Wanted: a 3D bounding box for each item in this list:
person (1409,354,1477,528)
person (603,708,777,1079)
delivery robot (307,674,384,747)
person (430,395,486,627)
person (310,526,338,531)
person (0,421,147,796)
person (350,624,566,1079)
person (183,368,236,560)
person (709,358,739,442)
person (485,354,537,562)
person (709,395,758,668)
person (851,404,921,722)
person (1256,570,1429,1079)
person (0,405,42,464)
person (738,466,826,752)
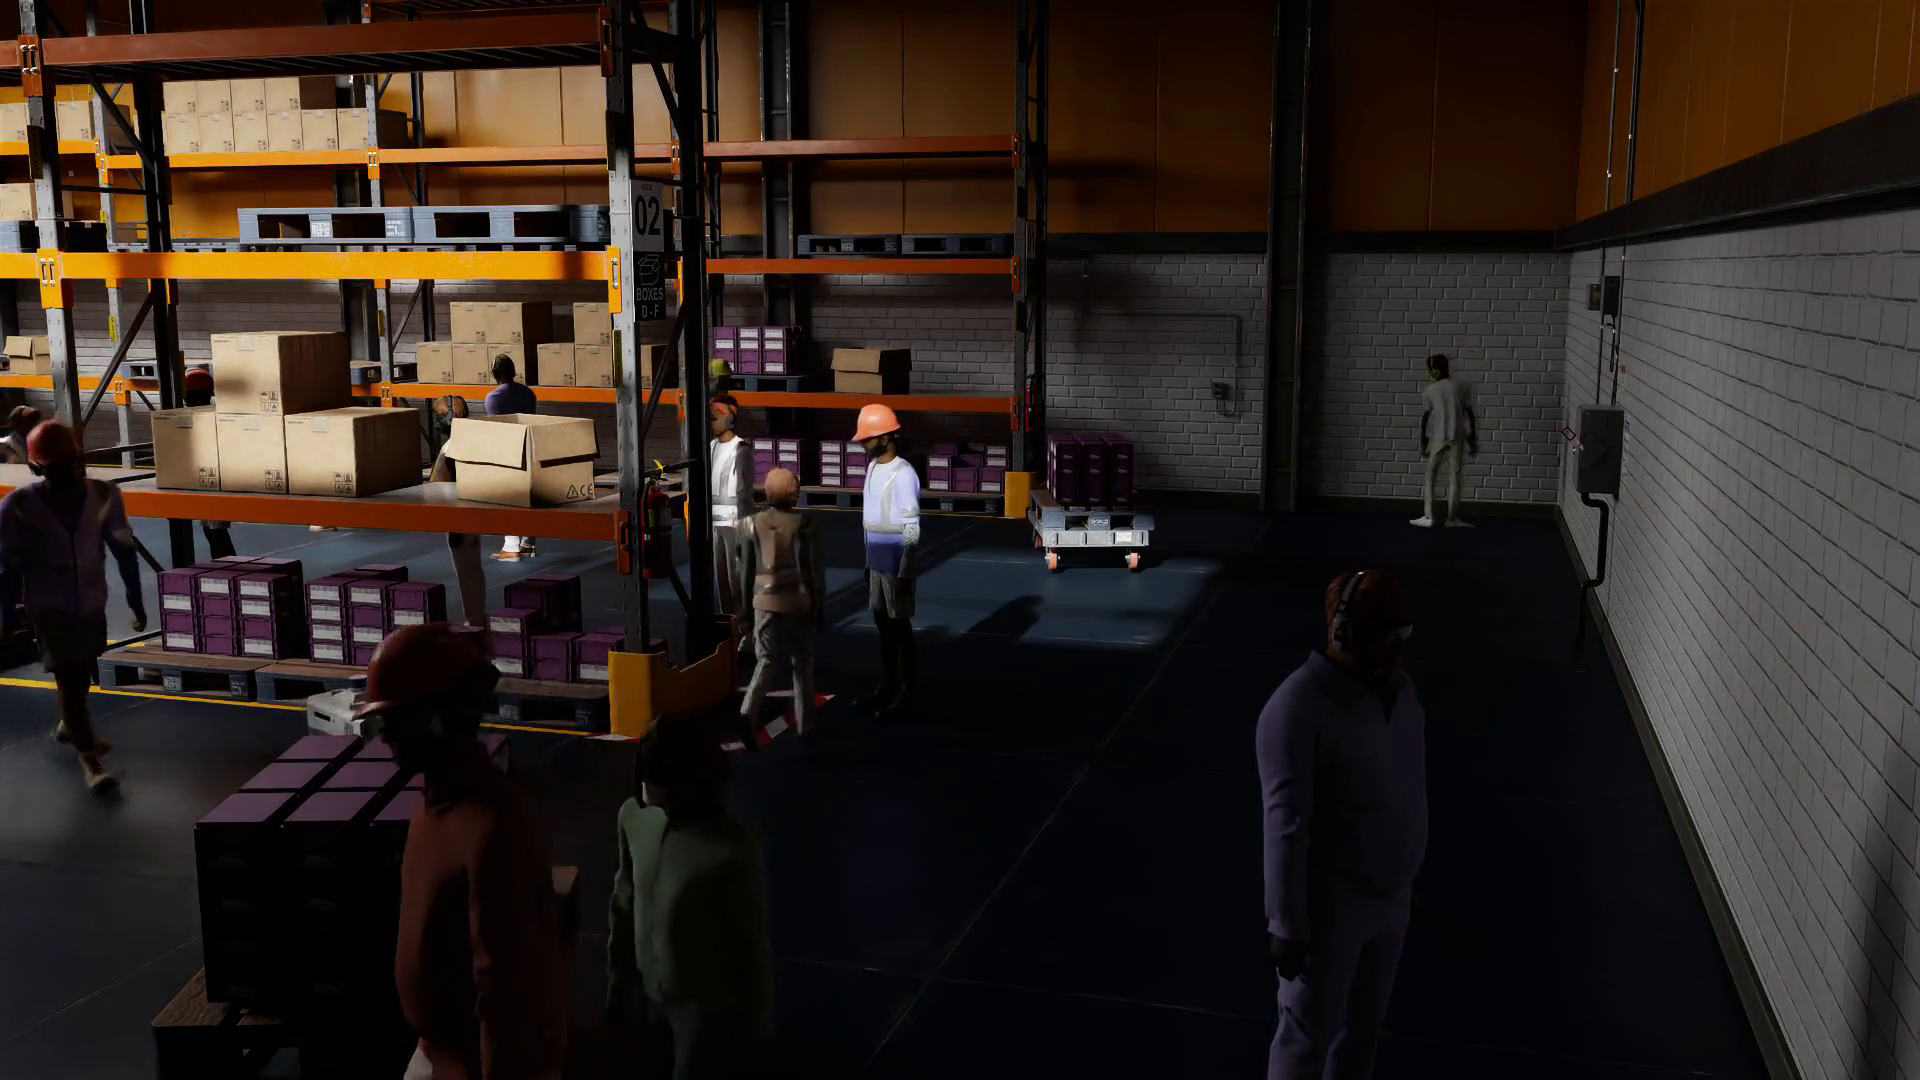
[{"bbox_3d":[5.098,-1.024,17.463,0.653,1.835,0.353,3,10,17],"label":"person"},{"bbox_3d":[-0.671,1.214,4.472,0.497,1.608,0.653,7,12,38],"label":"person"},{"bbox_3d":[-3.202,0.964,8.918,0.707,0.478,0.477,9,13,43],"label":"delivery robot"},{"bbox_3d":[-3.603,-0.128,11.978,0.429,1.836,0.620,-2,10,-14],"label":"person"},{"bbox_3d":[-6.611,-1.008,17.313,0.430,1.844,0.623,2,9,11],"label":"person"},{"bbox_3d":[-4.775,0.324,8.892,1.100,1.979,0.676,9,13,43],"label":"person"},{"bbox_3d":[-1.128,1.164,3.697,0.656,1.955,0.671,-6,11,-33],"label":"person"},{"bbox_3d":[-6.085,-0.419,13.432,0.373,1.934,0.551,-8,12,-39],"label":"person"},{"bbox_3d":[-2.590,-1.035,17.644,0.901,1.797,0.595,1,9,5],"label":"person"},{"bbox_3d":[-4.203,-0.763,15.545,0.371,1.933,0.627,4,10,23],"label":"person"},{"bbox_3d":[-1.584,-0.059,11.442,0.352,1.878,0.568,-5,11,-30],"label":"person"},{"bbox_3d":[-0.455,0.140,10.064,0.388,1.925,0.548,-5,11,-27],"label":"person"},{"bbox_3d":[1.120,1.022,4.746,0.654,1.904,0.406,-9,13,-43],"label":"person"},{"bbox_3d":[-7.966,-0.360,14.133,0.890,1.590,0.506,5,10,26],"label":"person"},{"bbox_3d":[-1.035,0.394,9.473,0.523,1.607,0.728,2,9,10],"label":"person"}]
